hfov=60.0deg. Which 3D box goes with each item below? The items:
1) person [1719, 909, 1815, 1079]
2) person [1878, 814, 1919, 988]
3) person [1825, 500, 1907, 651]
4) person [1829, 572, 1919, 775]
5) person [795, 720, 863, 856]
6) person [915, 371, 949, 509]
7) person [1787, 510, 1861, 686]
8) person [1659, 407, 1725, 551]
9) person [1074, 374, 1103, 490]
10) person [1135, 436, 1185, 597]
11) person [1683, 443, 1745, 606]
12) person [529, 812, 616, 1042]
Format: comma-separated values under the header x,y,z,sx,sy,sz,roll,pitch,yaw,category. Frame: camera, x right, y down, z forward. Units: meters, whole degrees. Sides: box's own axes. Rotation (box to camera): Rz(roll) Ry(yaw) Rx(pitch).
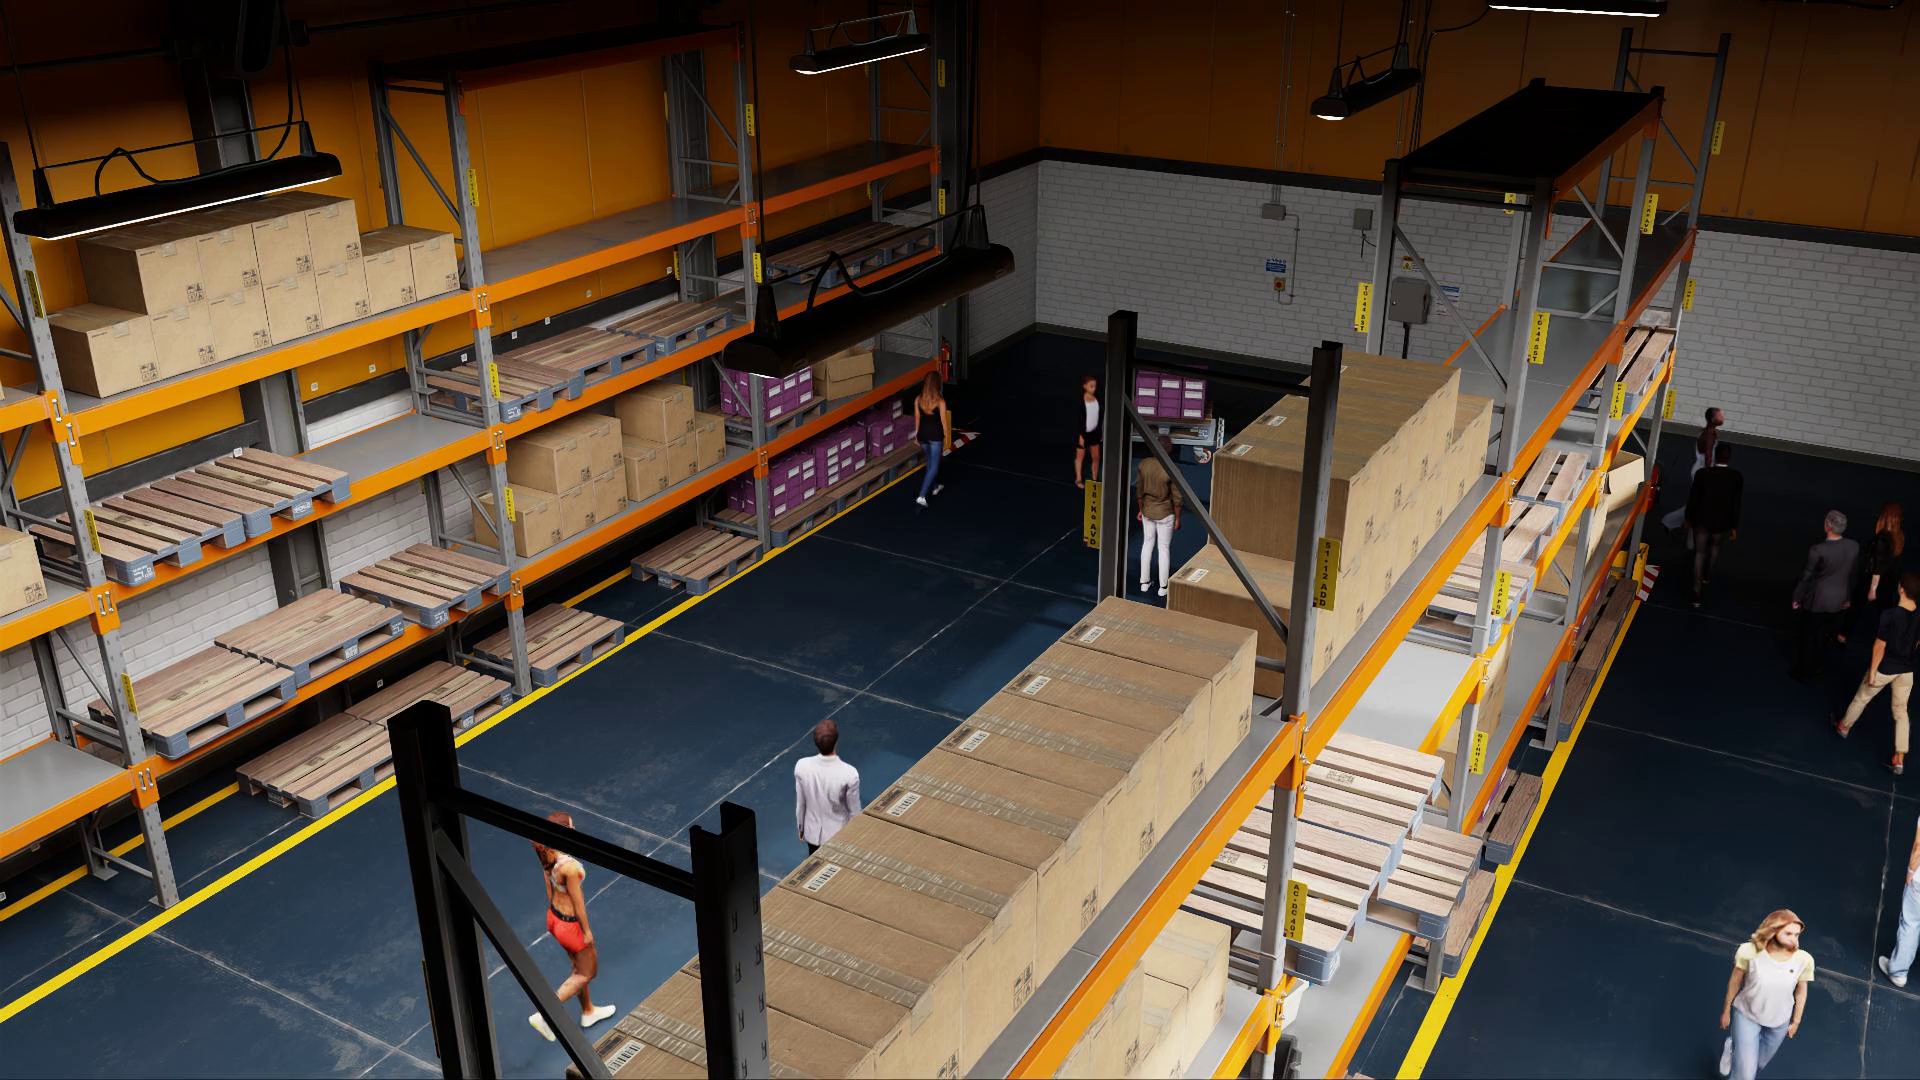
x,y,z,sx,sy,sz,roll,pitch,yaw,category
5.165,3.056,10.780,0.838,1.703,1.116,6,24,13,person
7.099,2.427,12.024,0.735,1.860,0.674,5,24,11,person
9.349,0.472,16.736,1.170,1.668,1.006,-18,30,-36,person
8.386,1.220,14.855,1.093,1.805,1.276,-2,24,-4,person
-1.013,2.237,12.488,0.837,1.836,1.020,6,24,12,person
-0.399,-1.221,20.585,0.596,1.687,1.071,13,27,27,person
8.475,0.598,16.251,0.849,1.826,0.898,-5,24,-12,person
8.512,-0.698,19.284,0.704,1.771,0.748,9,25,19,person
1.566,-1.394,21.169,0.771,1.537,0.802,-10,25,-21,person
2.175,-0.275,18.250,0.745,1.824,0.620,17,29,34,person
8.131,-0.131,18.017,0.849,1.745,1.230,8,25,18,person
-2.761,2.703,11.491,0.973,1.781,0.768,-19,30,-36,person
